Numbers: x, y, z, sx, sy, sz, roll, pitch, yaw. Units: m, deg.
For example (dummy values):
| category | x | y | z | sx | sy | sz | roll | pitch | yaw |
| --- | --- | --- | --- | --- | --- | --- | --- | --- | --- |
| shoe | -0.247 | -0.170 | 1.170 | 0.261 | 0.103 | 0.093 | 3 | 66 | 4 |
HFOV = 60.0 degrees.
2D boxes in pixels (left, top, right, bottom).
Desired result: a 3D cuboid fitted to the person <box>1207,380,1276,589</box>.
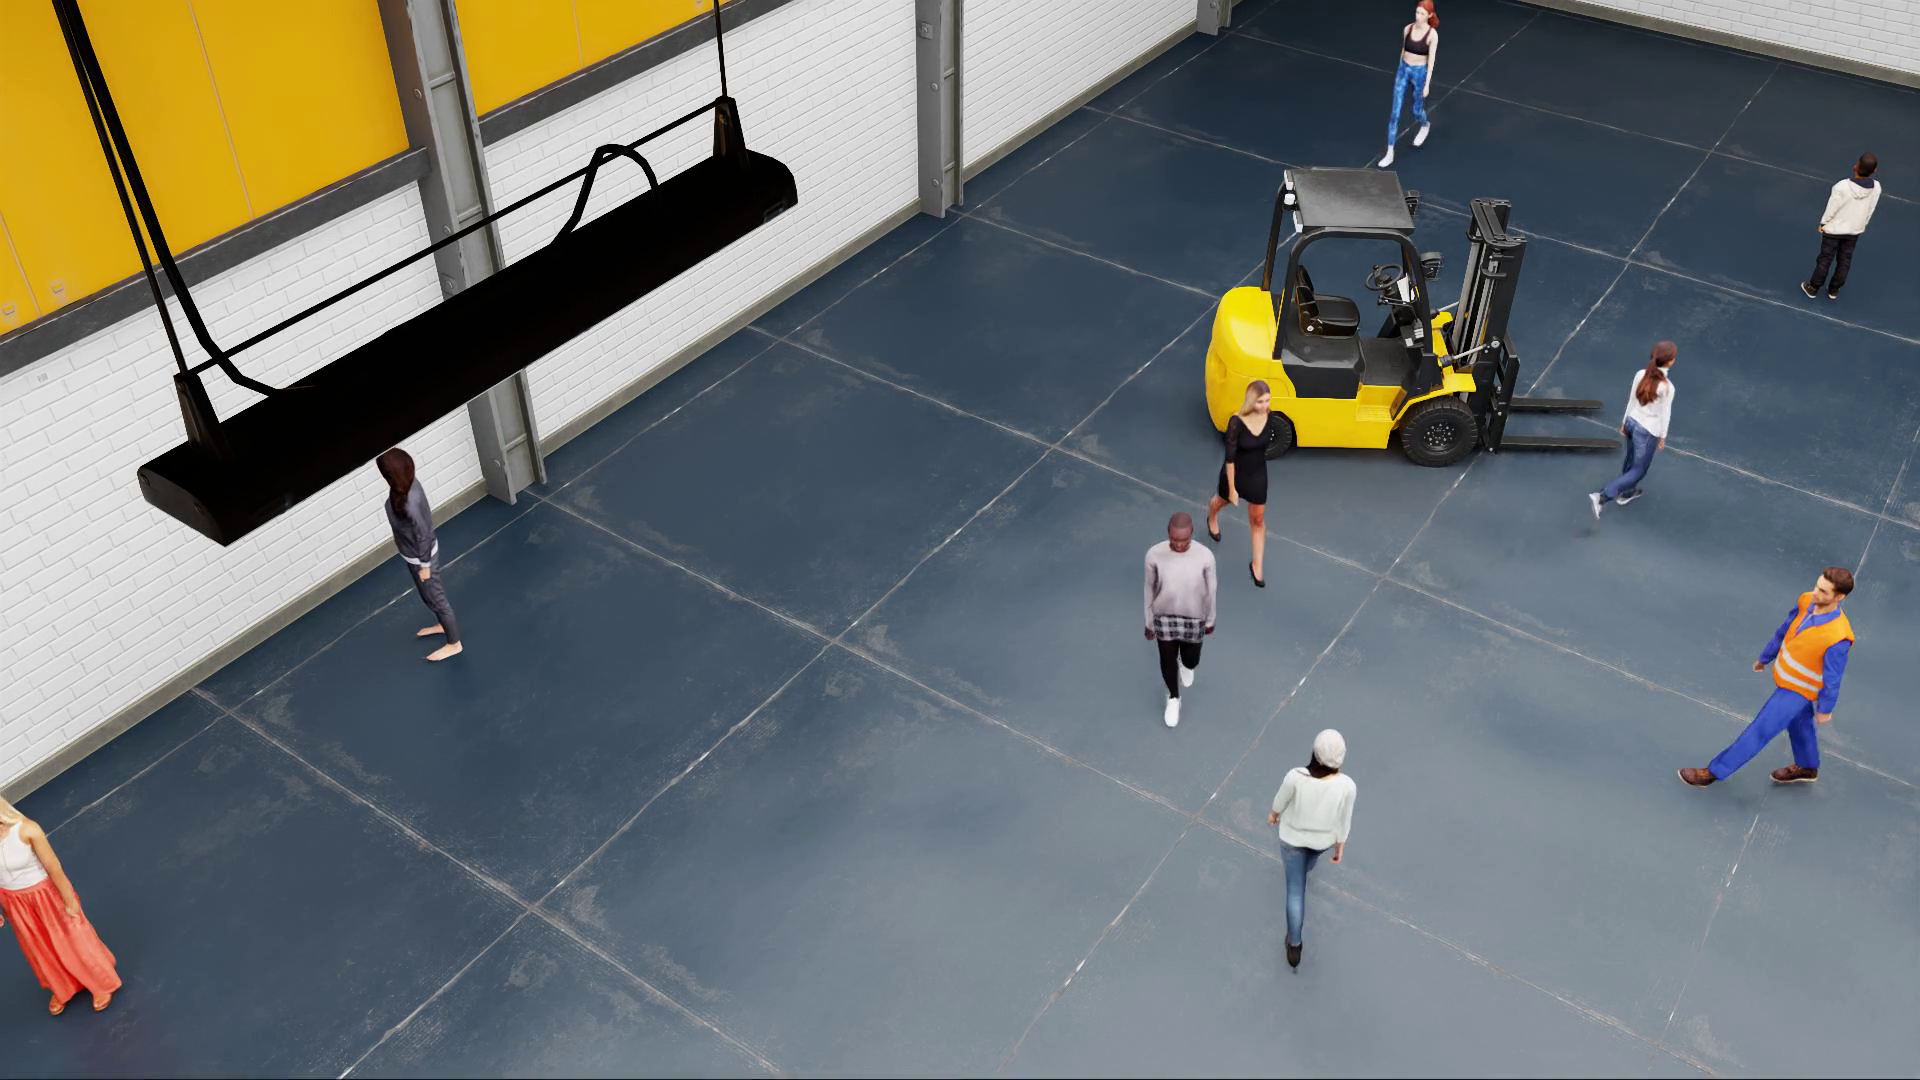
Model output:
| category | x | y | z | sx | sy | sz | roll | pitch | yaw |
| --- | --- | --- | --- | --- | --- | --- | --- | --- | --- |
| person | 2.071 | -0.508 | 12.444 | 1.065 | 1.626 | 1.026 | -12 | 40 | -15 |

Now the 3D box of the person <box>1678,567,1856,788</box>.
| category | x | y | z | sx | sy | sz | roll | pitch | yaw |
| --- | --- | --- | --- | --- | --- | --- | --- | --- | --- |
| person | 5.364 | 0.919 | 10.511 | 1.242 | 1.809 | 1.257 | -2 | 39 | -2 |

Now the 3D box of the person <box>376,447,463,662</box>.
| category | x | y | z | sx | sy | sz | roll | pitch | yaw |
| --- | --- | --- | --- | --- | --- | --- | --- | --- | --- |
| person | -3.761 | 0.066 | 11.610 | 0.689 | 1.771 | 0.687 | -17 | 41 | -20 |

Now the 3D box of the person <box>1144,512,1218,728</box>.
| category | x | y | z | sx | sy | sz | roll | pitch | yaw |
| --- | --- | --- | --- | --- | --- | --- | --- | --- | --- |
| person | 1.468 | 0.451 | 11.139 | 0.834 | 1.758 | 0.927 | 4 | 39 | 5 |

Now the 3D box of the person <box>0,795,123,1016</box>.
| category | x | y | z | sx | sy | sz | roll | pitch | yaw |
| --- | --- | --- | --- | --- | --- | --- | --- | --- | --- |
| person | -5.125 | 1.966 | 9.208 | 0.730 | 1.799 | 0.775 | -3 | 39 | -4 |

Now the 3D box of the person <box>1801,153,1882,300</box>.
| category | x | y | z | sx | sy | sz | roll | pitch | yaw |
| --- | --- | --- | --- | --- | --- | --- | --- | --- | --- |
| person | 8.318 | -2.946 | 15.634 | 0.658 | 1.455 | 0.669 | 4 | 39 | 5 |

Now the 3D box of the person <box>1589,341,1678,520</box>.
| category | x | y | z | sx | sy | sz | roll | pitch | yaw |
| --- | --- | --- | --- | --- | --- | --- | --- | --- | --- |
| person | 5.249 | -0.826 | 12.910 | 1.026 | 1.541 | 0.801 | -19 | 42 | -22 |

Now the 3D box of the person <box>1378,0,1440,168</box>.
| category | x | y | z | sx | sy | sz | roll | pitch | yaw |
| --- | --- | --- | --- | --- | --- | --- | --- | --- | --- |
| person | 4.909 | -4.936 | 17.886 | 0.653 | 1.754 | 1.182 | 28 | 47 | 31 |

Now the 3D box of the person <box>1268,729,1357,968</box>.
| category | x | y | z | sx | sy | sz | roll | pitch | yaw |
| --- | --- | --- | --- | --- | --- | --- | --- | --- | --- |
| person | 2.010 | 1.777 | 9.608 | 0.933 | 1.595 | 1.190 | 5 | 39 | 6 |
